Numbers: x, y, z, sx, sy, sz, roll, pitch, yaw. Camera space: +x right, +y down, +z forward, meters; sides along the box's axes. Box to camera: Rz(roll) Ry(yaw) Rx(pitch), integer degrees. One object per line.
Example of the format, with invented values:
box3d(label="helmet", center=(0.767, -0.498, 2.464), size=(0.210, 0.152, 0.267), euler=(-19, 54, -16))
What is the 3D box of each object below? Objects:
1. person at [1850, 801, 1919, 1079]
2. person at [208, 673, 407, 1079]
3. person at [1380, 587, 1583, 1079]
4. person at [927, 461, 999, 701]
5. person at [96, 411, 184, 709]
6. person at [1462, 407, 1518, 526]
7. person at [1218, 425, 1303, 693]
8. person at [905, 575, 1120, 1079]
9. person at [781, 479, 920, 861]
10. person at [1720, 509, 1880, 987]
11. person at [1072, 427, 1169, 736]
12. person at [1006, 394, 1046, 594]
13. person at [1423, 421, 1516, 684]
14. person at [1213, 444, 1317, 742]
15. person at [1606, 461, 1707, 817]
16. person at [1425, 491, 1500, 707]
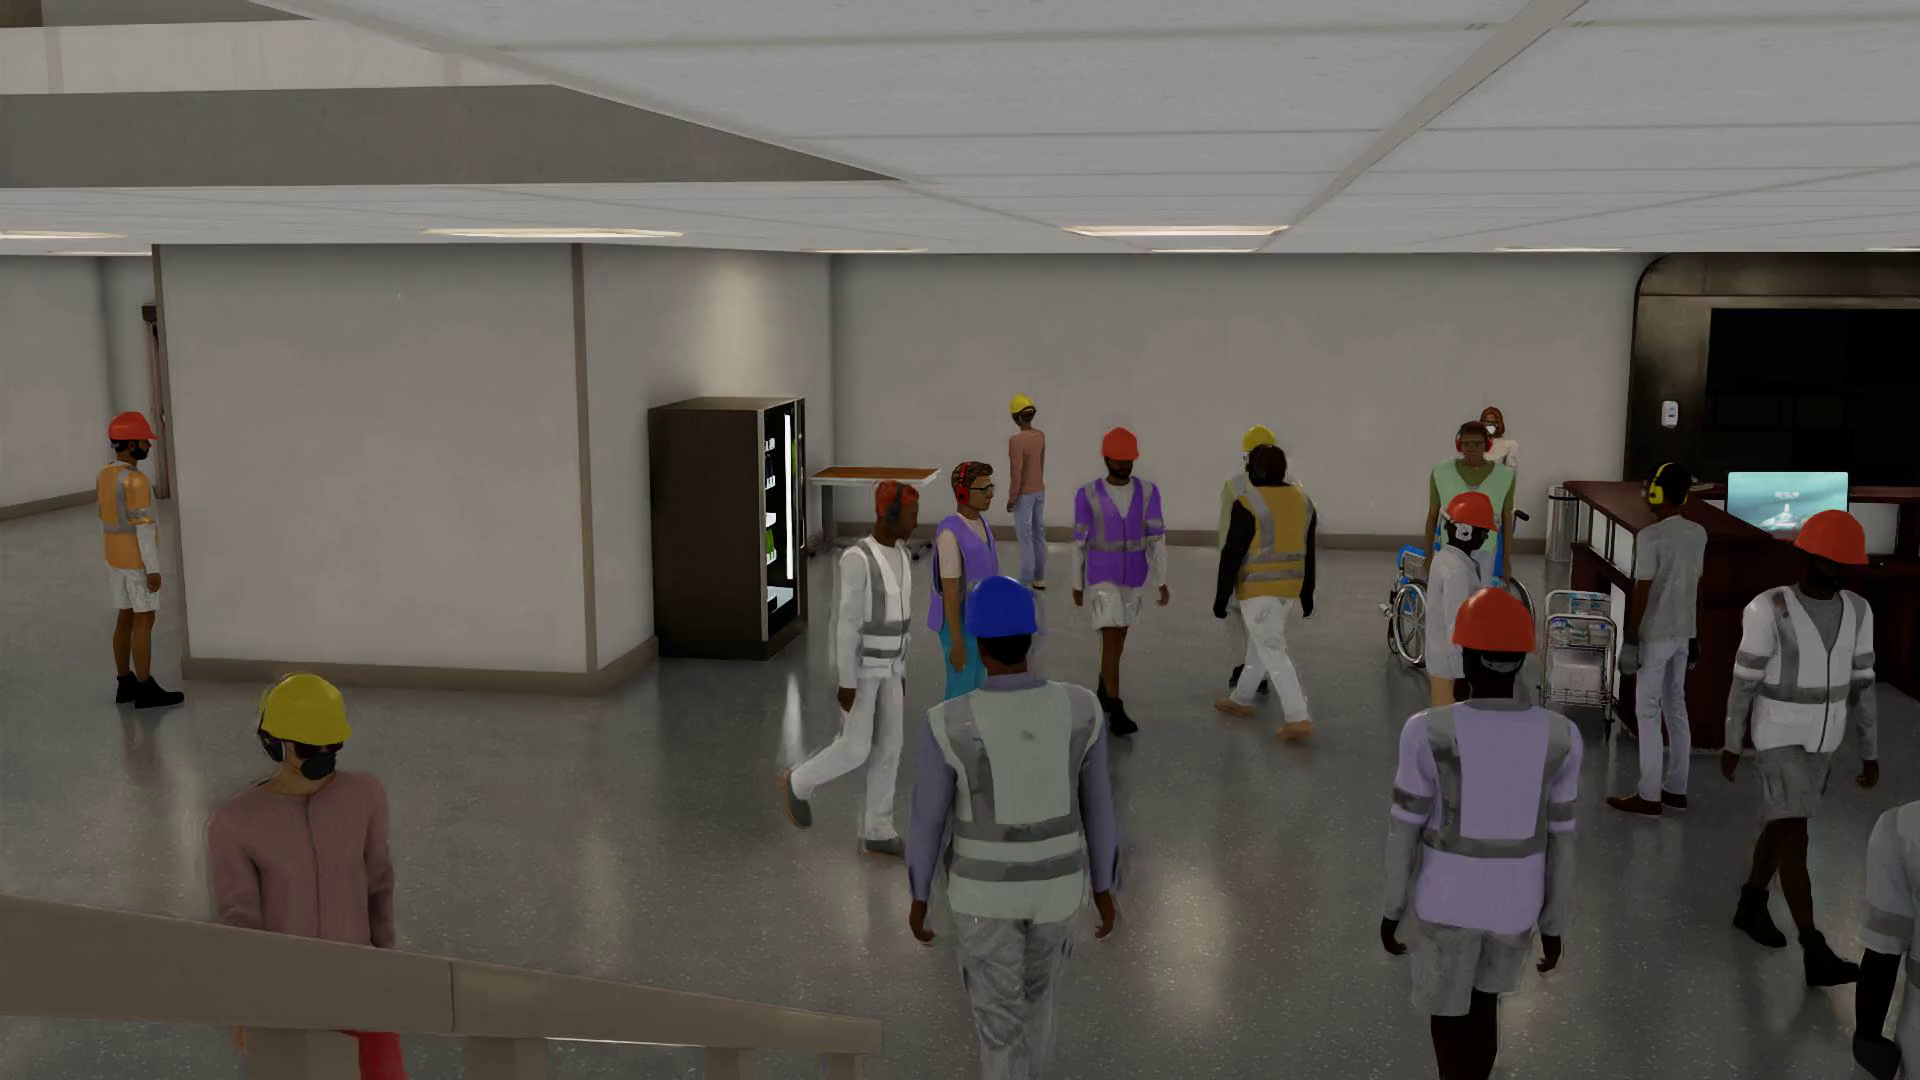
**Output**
box3d(label="person", center=(2.430, 1.252, 3.912), size=(0.615, 1.951, 0.389), euler=(6, 11, 31))
box3d(label="person", center=(-1.799, 1.232, 4.657), size=(0.527, 1.753, 0.447), euler=(-8, 12, -41))
box3d(label="person", center=(1.574, 1.099, 4.997), size=(0.555, 1.908, 0.892), euler=(0, 9, -1))
box3d(label="person", center=(0.031, 0.494, 8.912), size=(0.389, 1.842, 0.566), euler=(3, 10, 16))
box3d(label="person", center=(-5.376, 0.127, 10.877), size=(0.552, 1.935, 0.365), euler=(7, 12, 38))
box3d(label="person", center=(4.788, -0.399, 15.098), size=(0.504, 1.627, 0.286), euler=(5, 10, 28))
box3d(label="person", center=(2.002, 0.138, 11.169), size=(0.600, 1.817, 0.422), euler=(-1, 9, -9))
box3d(label="person", center=(0.123, 1.050, 5.232), size=(0.646, 1.913, 0.856), euler=(-3, 10, -20))
box3d(label="person", center=(-0.501, 0.619, 8.150), size=(0.723, 1.843, 0.618), euler=(5, 11, 29))
box3d(label="person", center=(3.466, 0.828, 6.699), size=(0.565, 1.887, 0.964), euler=(-2, 9, -12))
box3d(label="person", center=(0.998, 0.226, 10.462), size=(0.548, 1.887, 0.986), euler=(-2, 9, -13))
box3d(label="person", center=(0.569, -0.404, 14.697), size=(0.329, 1.764, 0.524), euler=(6, 11, 33))
box3d(label="person", center=(3.493, 0.089, 11.443), size=(0.575, 1.841, 0.396), euler=(3, 10, 15))
box3d(label="person", center=(1.897, 0.307, 10.226), size=(0.646, 1.798, 0.977), euler=(-7, 11, -35))
box3d(label="person", center=(3.668, 0.521, 8.710), size=(0.544, 1.861, 0.327), euler=(-6, 11, -31))
box3d(label="person", center=(2.527, 0.619, 8.424), size=(0.335, 1.746, 0.562), euler=(2, 9, 9))
